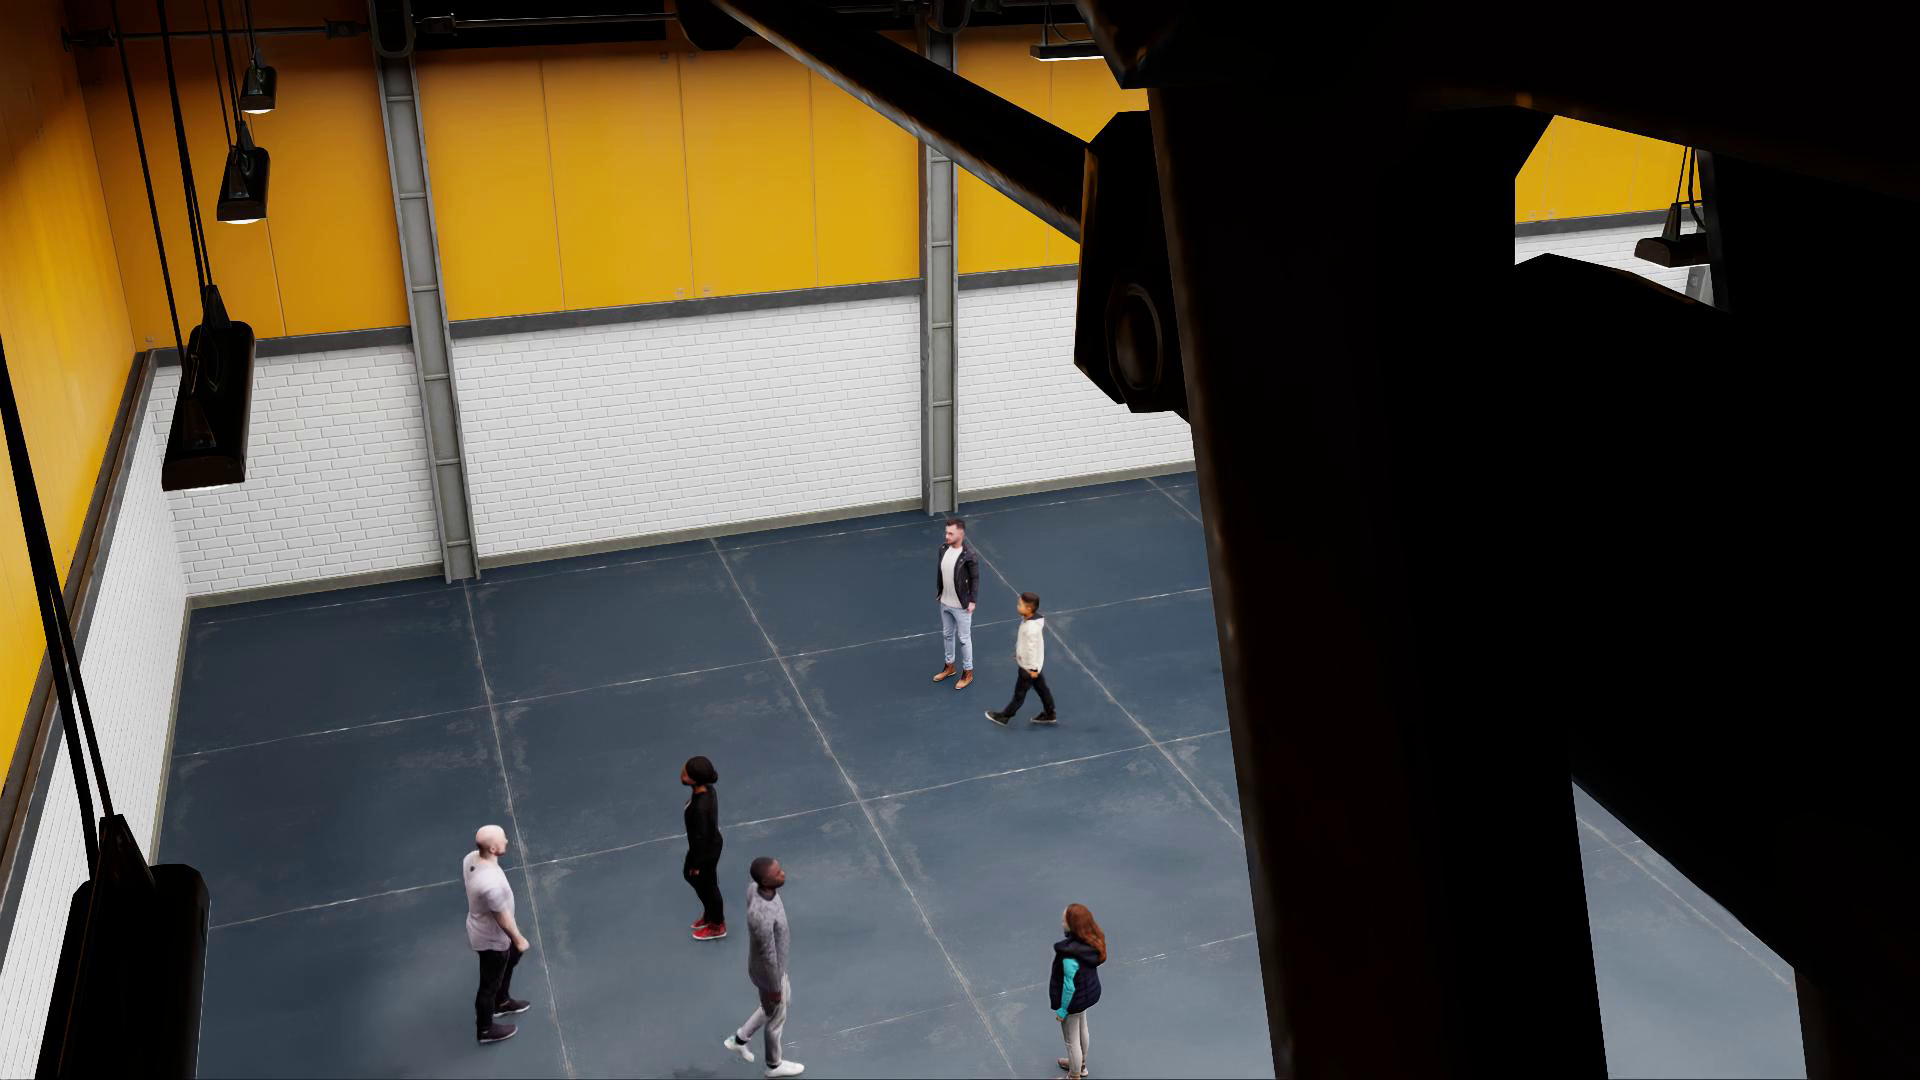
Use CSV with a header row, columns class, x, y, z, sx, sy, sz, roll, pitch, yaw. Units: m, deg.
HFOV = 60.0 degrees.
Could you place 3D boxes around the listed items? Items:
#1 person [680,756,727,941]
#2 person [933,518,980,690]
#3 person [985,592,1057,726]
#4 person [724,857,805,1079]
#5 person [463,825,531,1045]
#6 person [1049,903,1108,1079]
class,x,y,z,sx,sy,sz,roll,pitch,yaw
person,-1.929,2.422,13.070,0.637,1.665,0.665,-2,24,-5
person,-0.032,0.618,16.982,0.732,1.836,0.723,18,29,35
person,0.758,1.188,16.196,1.020,1.420,0.809,0,24,0
person,-1.423,2.982,11.582,0.841,1.829,0.774,-4,24,-9
person,-3.442,2.850,11.901,0.684,1.816,0.721,-13,27,-27
person,0.803,3.166,11.573,0.742,1.500,0.688,8,25,19
